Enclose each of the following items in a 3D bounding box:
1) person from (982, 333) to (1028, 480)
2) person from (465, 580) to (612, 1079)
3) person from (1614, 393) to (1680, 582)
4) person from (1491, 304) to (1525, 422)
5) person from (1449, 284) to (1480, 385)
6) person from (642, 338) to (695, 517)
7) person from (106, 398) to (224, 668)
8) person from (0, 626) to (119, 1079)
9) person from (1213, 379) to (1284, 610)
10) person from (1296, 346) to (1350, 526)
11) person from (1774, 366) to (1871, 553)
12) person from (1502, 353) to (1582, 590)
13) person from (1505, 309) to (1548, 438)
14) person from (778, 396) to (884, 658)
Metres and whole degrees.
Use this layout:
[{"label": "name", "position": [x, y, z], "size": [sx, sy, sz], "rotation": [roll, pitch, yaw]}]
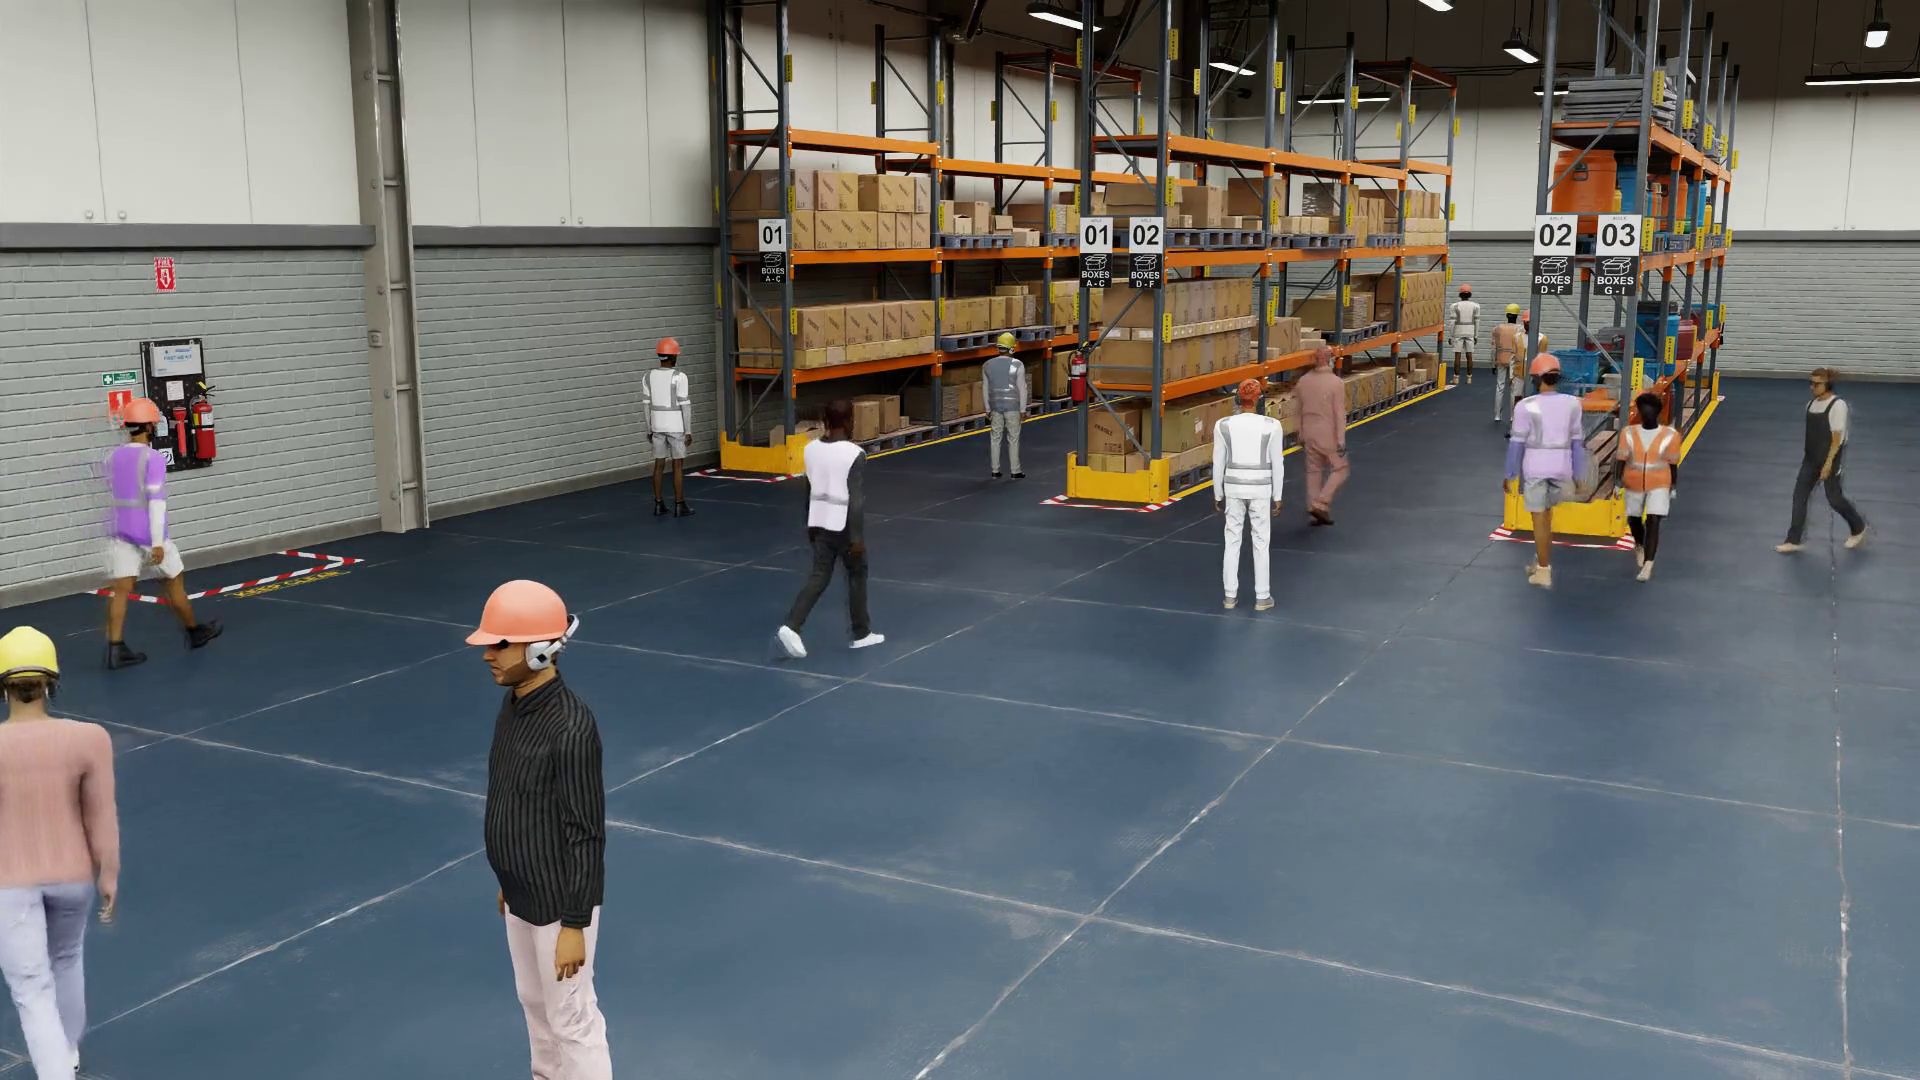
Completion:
[{"label": "person", "position": [0.577, -1.653, 20.670], "size": [0.588, 1.833, 0.404], "rotation": [5, 12, 25]}, {"label": "person", "position": [-1.306, 1.102, 5.205], "size": [0.382, 1.994, 0.613], "rotation": [-8, 13, -36]}, {"label": "person", "position": [6.135, -0.500, 14.849], "size": [0.541, 1.662, 0.784], "rotation": [7, 12, 33]}, {"label": "person", "position": [8.959, -2.883, 27.120], "size": [0.587, 1.927, 0.368], "rotation": [6, 12, 30]}, {"label": "person", "position": [10.244, -4.175, 33.849], "size": [0.608, 2.044, 0.370], "rotation": [0, 10, 1]}, {"label": "person", "position": [-3.144, -1.217, 18.008], "size": [0.552, 1.935, 0.360], "rotation": [4, 11, 19]}, {"label": "person", "position": [-5.802, -0.073, 11.915], "size": [0.561, 1.876, 1.007], "rotation": [4, 11, 21]}, {"label": "person", "position": [-3.141, 1.154, 5.686], "size": [0.521, 1.717, 0.933], "rotation": [-9, 14, -40]}, {"label": "person", "position": [2.341, -0.366, 13.517], "size": [0.572, 1.883, 0.353], "rotation": [4, 11, 18]}, {"label": "person", "position": [3.782, -1.073, 17.316], "size": [0.418, 1.894, 0.678], "rotation": [-7, 13, -34]}, {"label": "person", "position": [8.318, -0.765, 15.928], "size": [0.910, 1.809, 0.497], "rotation": [-3, 11, -16]}, {"label": "person", "position": [5.027, -0.610, 14.473], "size": [0.640, 2.012, 0.793], "rotation": [-2, 11, -11]}, {"label": "person", "position": [8.439, -2.462, 24.783], "size": [0.548, 1.942, 0.348], "rotation": [8, 13, 38]}, {"label": "person", "position": [-0.931, -0.097, 12.048], "size": [0.595, 1.891, 0.893], "rotation": [9, 13, 39]}]
